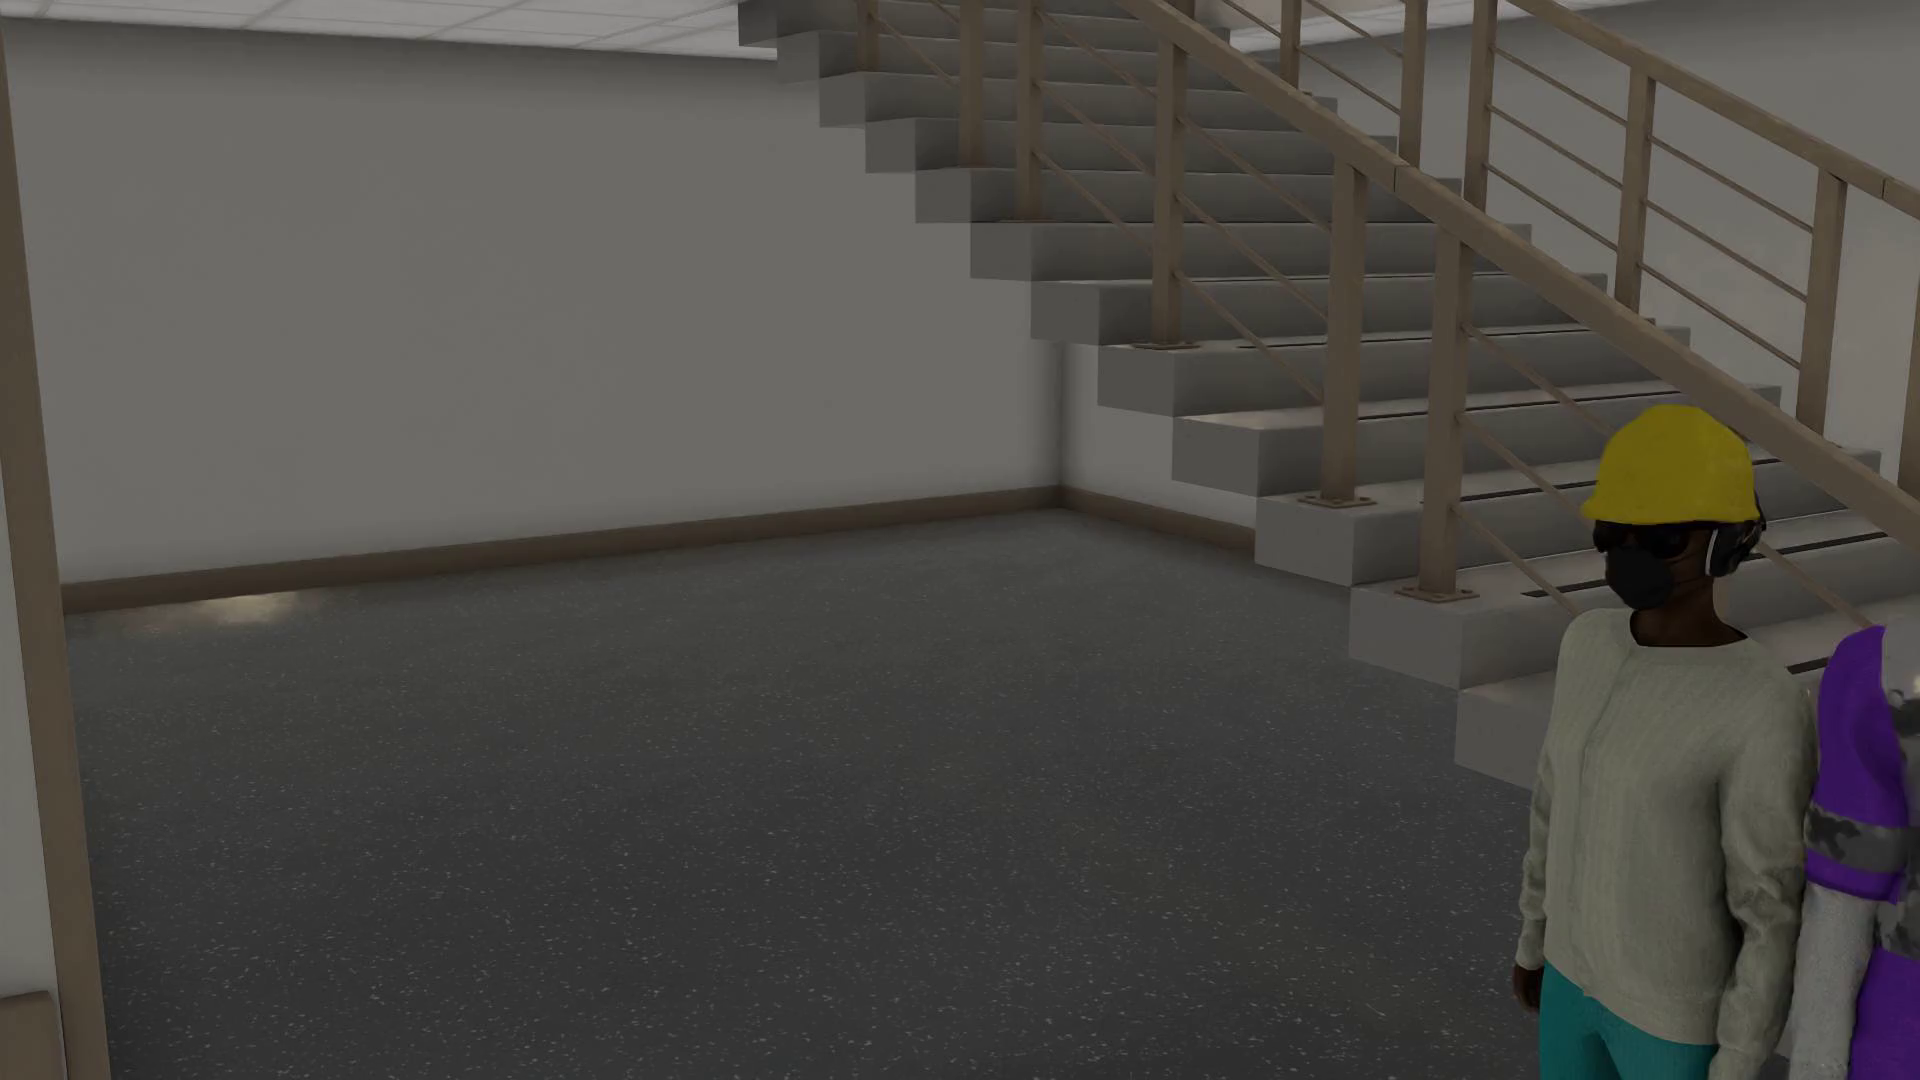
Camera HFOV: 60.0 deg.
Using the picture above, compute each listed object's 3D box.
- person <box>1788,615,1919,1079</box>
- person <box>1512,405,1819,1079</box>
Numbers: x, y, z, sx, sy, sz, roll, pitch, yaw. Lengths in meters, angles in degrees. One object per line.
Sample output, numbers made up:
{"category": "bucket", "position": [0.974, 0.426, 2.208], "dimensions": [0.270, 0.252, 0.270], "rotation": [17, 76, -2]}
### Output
{"category": "person", "position": [1.341, 0.710, 2.079], "dimensions": [0.552, 1.894, 1.002], "rotation": [4, 12, 21]}
{"category": "person", "position": [1.005, 0.680, 2.490], "dimensions": [0.306, 1.770, 0.532], "rotation": [-3, 11, -15]}
